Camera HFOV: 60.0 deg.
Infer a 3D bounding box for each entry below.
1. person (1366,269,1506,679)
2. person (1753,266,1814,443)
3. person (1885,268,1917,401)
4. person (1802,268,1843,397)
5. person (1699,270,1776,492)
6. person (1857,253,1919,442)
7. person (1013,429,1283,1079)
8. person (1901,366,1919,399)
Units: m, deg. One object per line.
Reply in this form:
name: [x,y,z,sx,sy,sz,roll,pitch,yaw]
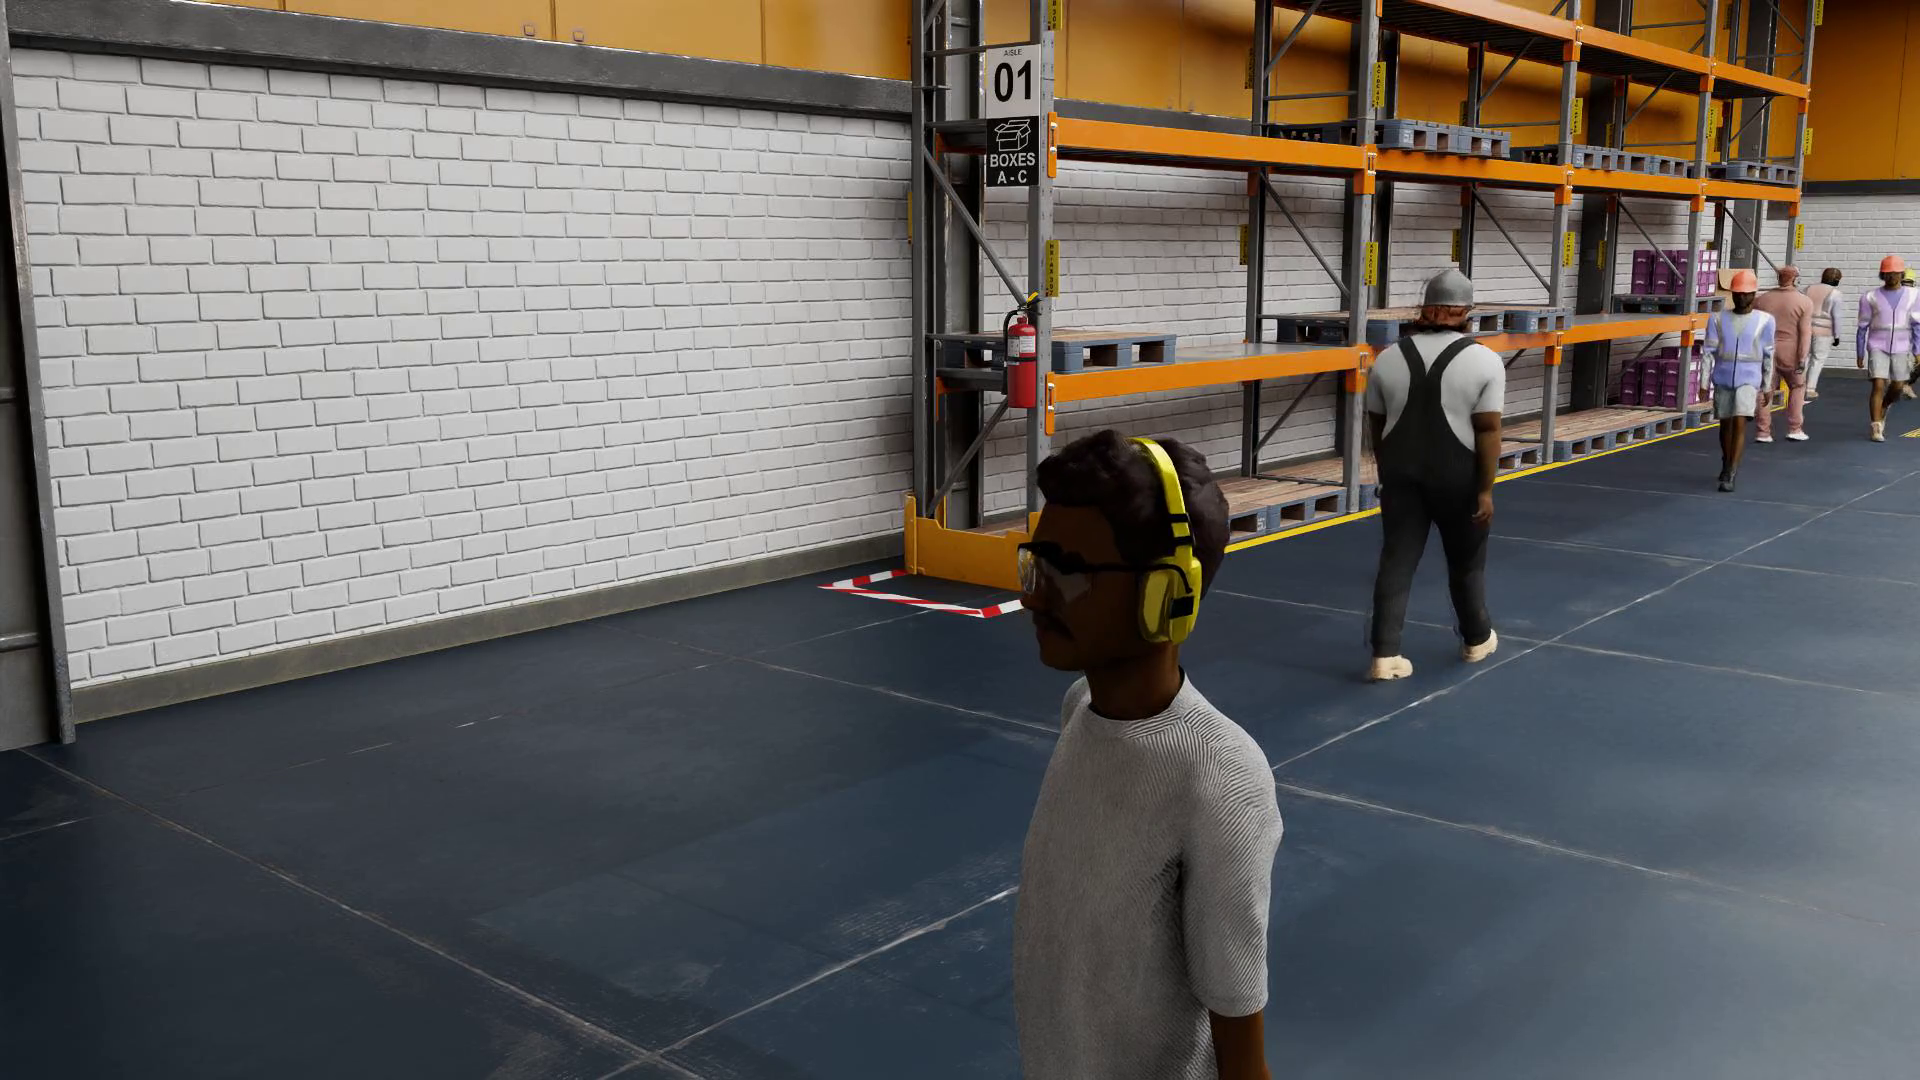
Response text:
person: [2.327,-0.359,8.125,0.689,2.000,1.036,7,12,36]
person: [8.819,-1.978,17.794,0.775,1.881,0.660,-9,13,-42]
person: [12.682,-2.748,22.426,0.608,1.805,0.733,2,10,14]
person: [11.914,-2.866,23.080,0.437,1.811,0.682,-5,11,-27]
person: [6.758,-1.395,14.474,0.557,1.893,1.013,6,12,32]
person: [10.043,-2.085,18.020,0.622,2.021,0.764,3,10,17]
person: [0.181,0.795,2.036,0.328,1.875,0.513,-4,11,-20]
person: [13.360,-2.721,22.674,0.884,1.658,0.537,2,10,11]
